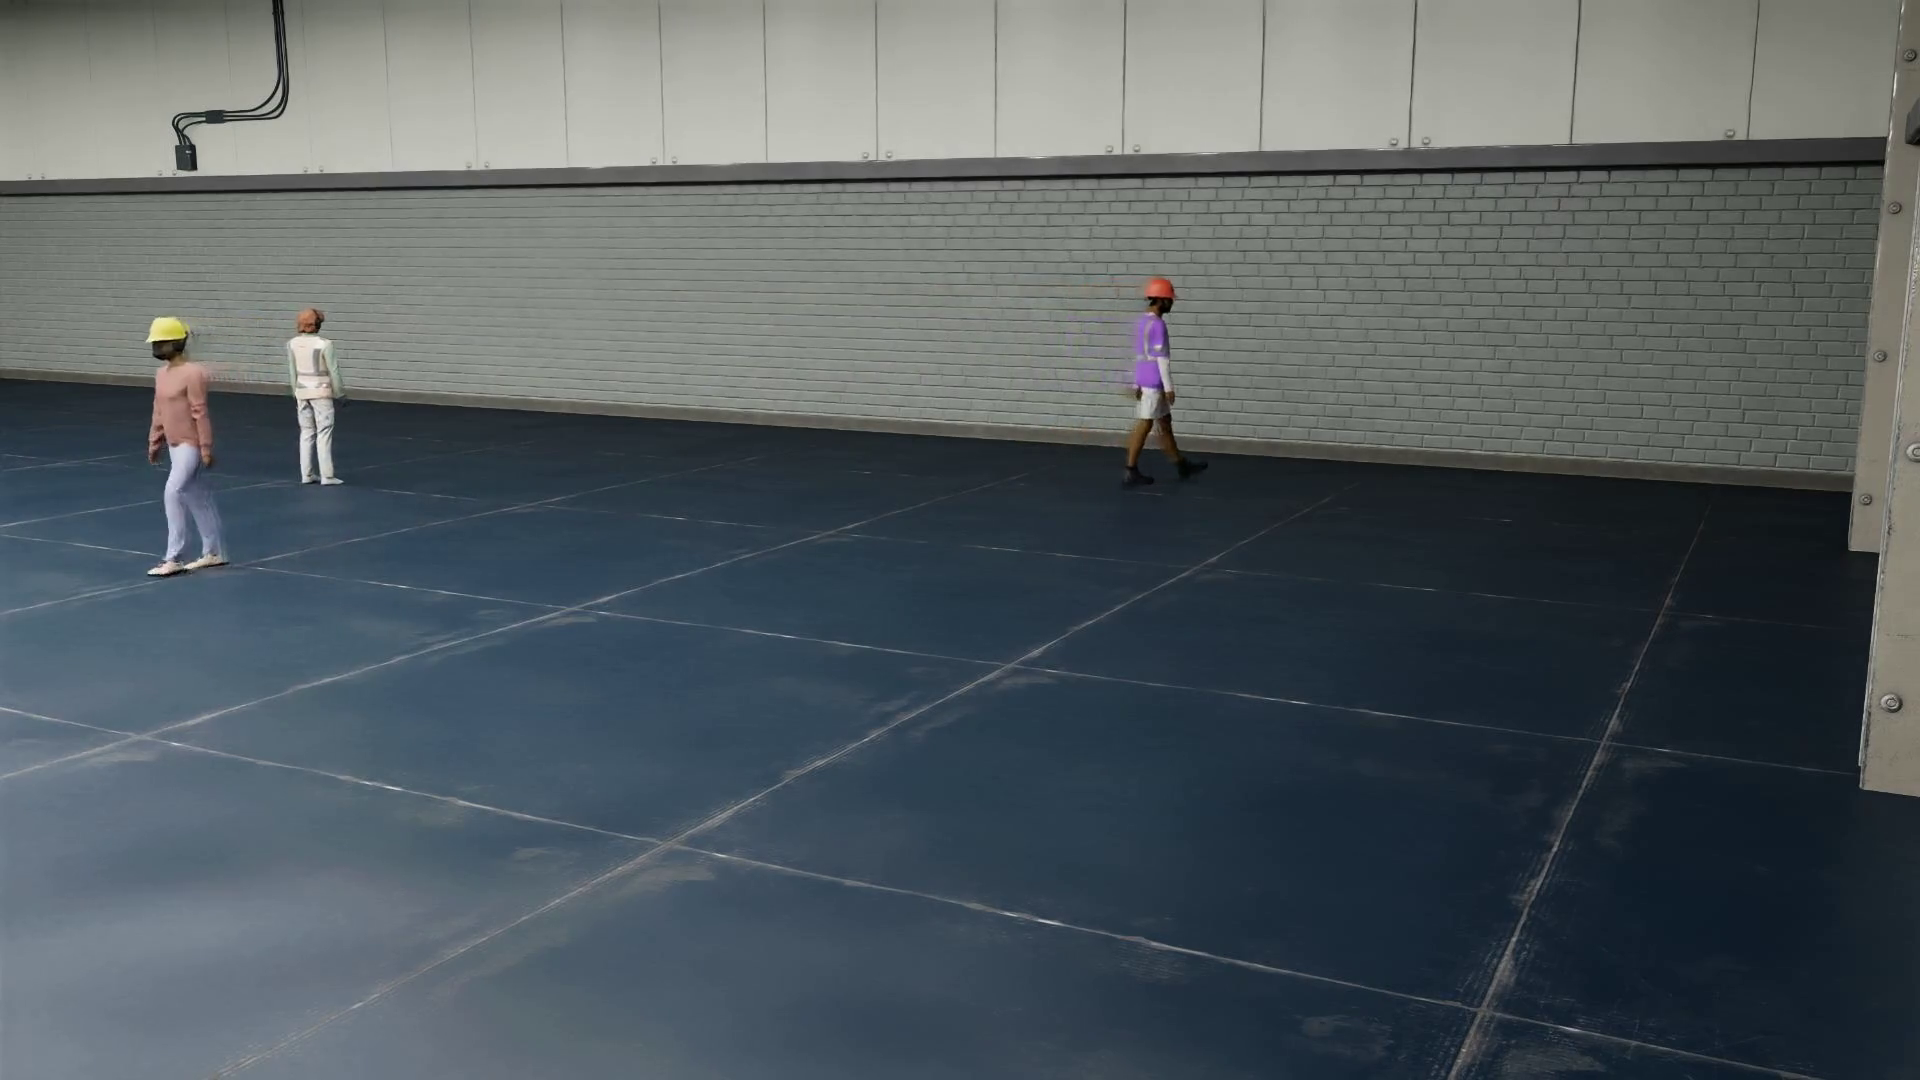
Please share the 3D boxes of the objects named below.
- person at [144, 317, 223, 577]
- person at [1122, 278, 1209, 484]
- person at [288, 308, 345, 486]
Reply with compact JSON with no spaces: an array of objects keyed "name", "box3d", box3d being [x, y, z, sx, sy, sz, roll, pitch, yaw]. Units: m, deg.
[{"name":"person","box3d":[-5.349,-0.620,11.237,0.543,1.741,0.722,9,14,40]},{"name":"person","box3d":[1.905,-1.456,15.388,0.885,1.895,0.574,-1,10,-6]},{"name":"person","box3d":[-5.906,-1.302,15.260,0.522,1.634,0.337,4,11,21]}]
